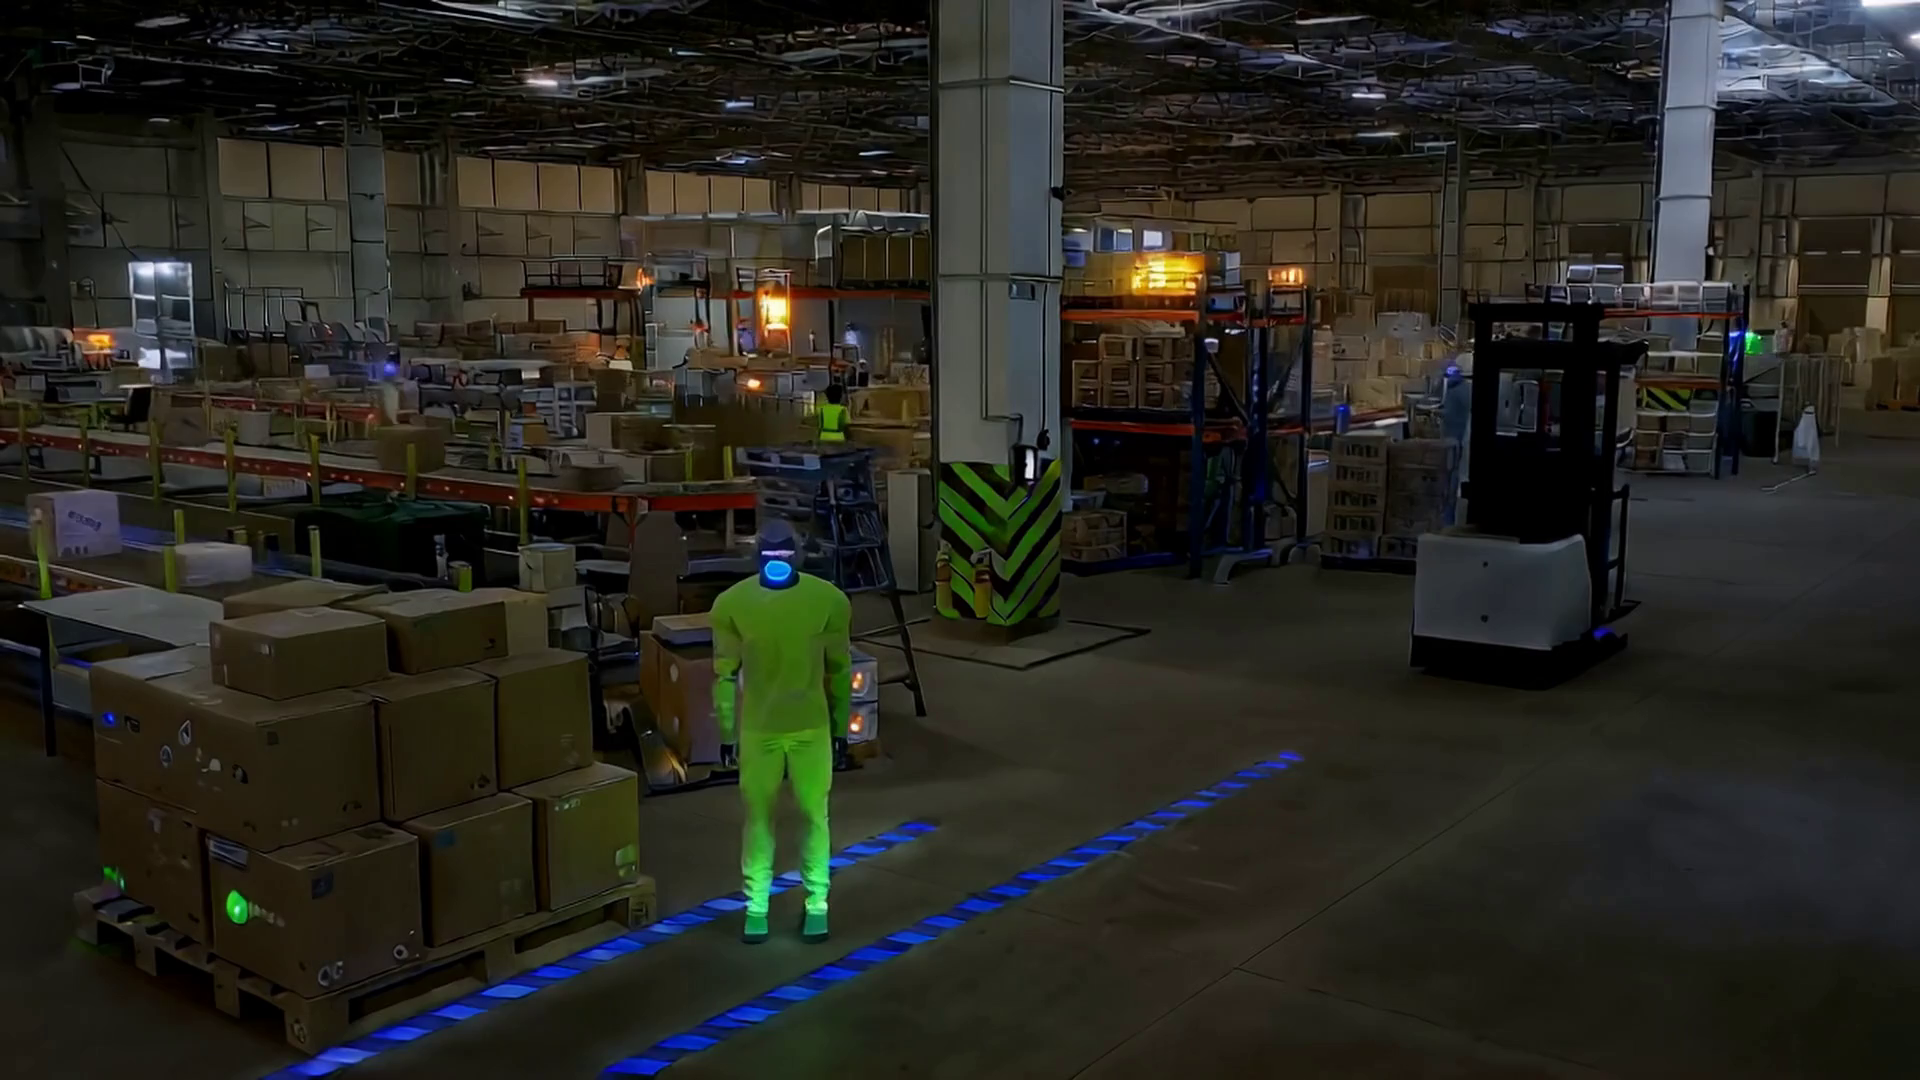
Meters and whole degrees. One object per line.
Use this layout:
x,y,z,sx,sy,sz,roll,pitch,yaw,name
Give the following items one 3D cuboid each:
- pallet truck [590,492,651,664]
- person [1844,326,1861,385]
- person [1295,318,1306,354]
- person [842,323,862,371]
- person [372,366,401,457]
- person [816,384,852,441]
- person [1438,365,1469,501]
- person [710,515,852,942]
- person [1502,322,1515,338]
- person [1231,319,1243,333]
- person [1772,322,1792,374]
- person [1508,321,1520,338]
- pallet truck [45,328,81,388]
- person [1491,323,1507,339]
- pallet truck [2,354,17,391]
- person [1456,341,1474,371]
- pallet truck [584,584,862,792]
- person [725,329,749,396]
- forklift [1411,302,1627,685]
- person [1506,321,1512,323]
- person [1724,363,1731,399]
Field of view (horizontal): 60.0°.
-3.115,0.344,12.883,0.653,1.274,1.630,7,11,37,pallet truck
28.278,-5.828,52.636,0.327,1.861,0.498,-3,9,-18,person
16.112,-9.660,78.562,0.641,1.822,0.536,-1,9,-10,person
-3.987,-6.987,60.511,0.985,1.840,0.576,6,11,37,person
-9.286,-1.972,27.109,0.925,1.718,0.538,1,8,6,person
-1.736,-1.285,22.589,0.539,1.679,0.660,4,9,24,person
6.882,-1.494,23.248,0.403,1.904,0.652,3,9,21,person
-0.790,0.843,7.426,0.623,1.932,0.367,-1,9,-8,person
16.969,-5.784,51.856,0.609,1.997,0.374,7,11,40,person
11.242,-8.037,67.470,0.553,1.878,1.029,5,10,31,person
29.626,-6.919,59.915,0.646,1.884,1.062,-2,9,-15,person
24.998,-9.176,75.141,0.604,1.880,1.016,2,9,14,person
-23.775,-4.544,43.495,1.885,1.965,0.823,6,10,35,pallet truck
16.025,-5.462,49.533,0.536,2.000,0.683,-7,11,-39,person
-24.881,-4.417,42.634,1.885,1.965,0.823,8,11,41,pallet truck
11.936,-3.761,38.936,0.620,1.777,0.943,7,11,38,person
-1.426,0.805,10.019,1.601,1.201,0.680,-4,9,-26,pallet truck
-6.117,-5.051,46.960,1.070,1.984,0.634,-4,9,-23,person
4.379,-0.438,12.852,1.129,2.768,1.873,7,11,37,forklift
26.200,-9.815,79.235,0.649,1.931,0.479,-7,11,-39,person
20.603,-4.621,44.952,0.545,1.717,0.932,-7,11,-39,person
